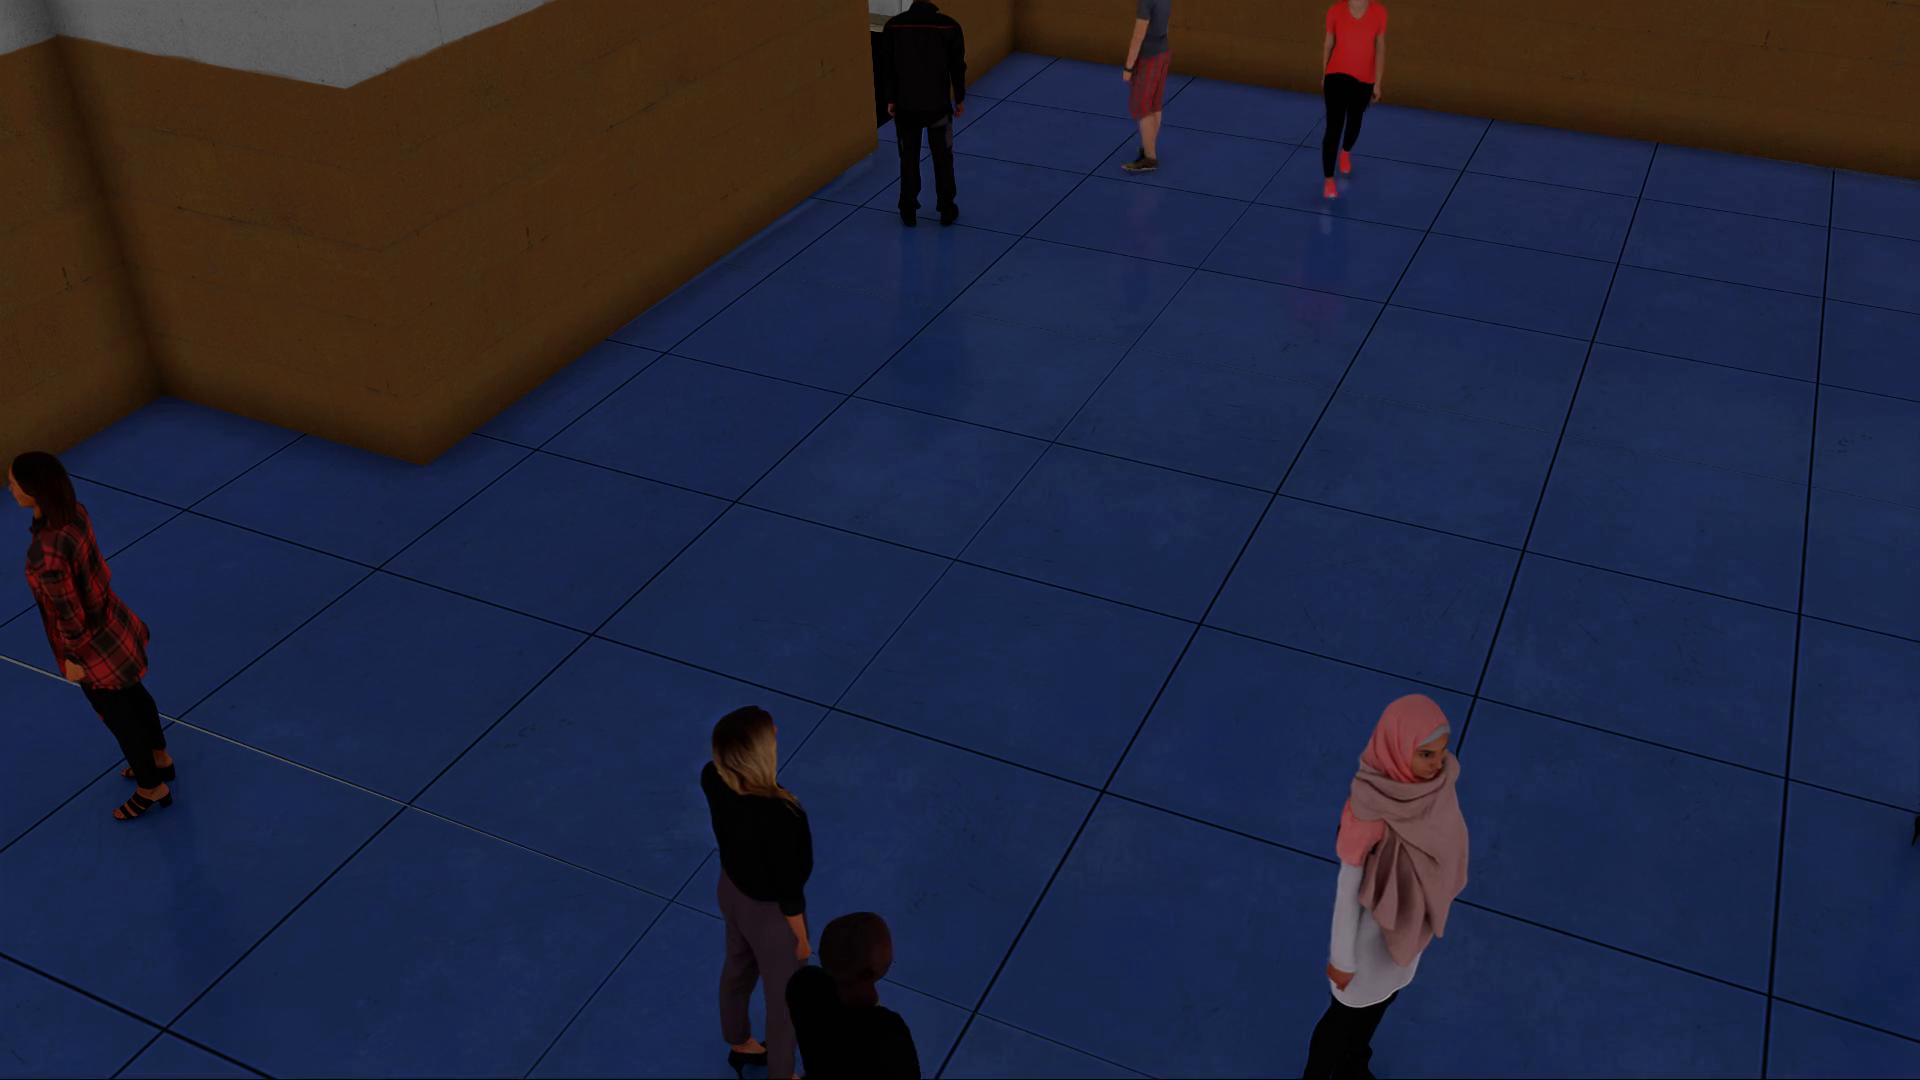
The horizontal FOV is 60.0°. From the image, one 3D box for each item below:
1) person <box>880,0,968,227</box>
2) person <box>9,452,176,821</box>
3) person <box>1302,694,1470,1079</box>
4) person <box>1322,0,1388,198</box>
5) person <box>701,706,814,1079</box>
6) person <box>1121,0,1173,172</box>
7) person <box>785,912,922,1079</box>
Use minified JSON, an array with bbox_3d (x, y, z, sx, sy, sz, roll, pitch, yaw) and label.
[{"bbox_3d":[-0.254,-3.156,11.837,0.716,1.862,0.908,2,34,2],"label":"person"},{"bbox_3d":[-3.477,0.383,6.681,0.741,1.704,0.700,-8,34,-12],"label":"person"},{"bbox_3d":[1.346,1.228,5.320,0.732,1.803,0.741,-24,40,-31],"label":"person"},{"bbox_3d":[2.943,-3.462,12.515,1.174,1.644,0.911,4,34,6],"label":"person"},{"bbox_3d":[-0.661,1.229,5.443,0.723,1.666,0.609,-25,41,-33],"label":"person"},{"bbox_3d":[1.496,-3.713,12.894,0.763,1.628,0.662,-24,40,-31],"label":"person"},{"bbox_3d":[-0.334,1.729,4.614,0.785,1.751,0.816,26,41,33],"label":"person"}]
